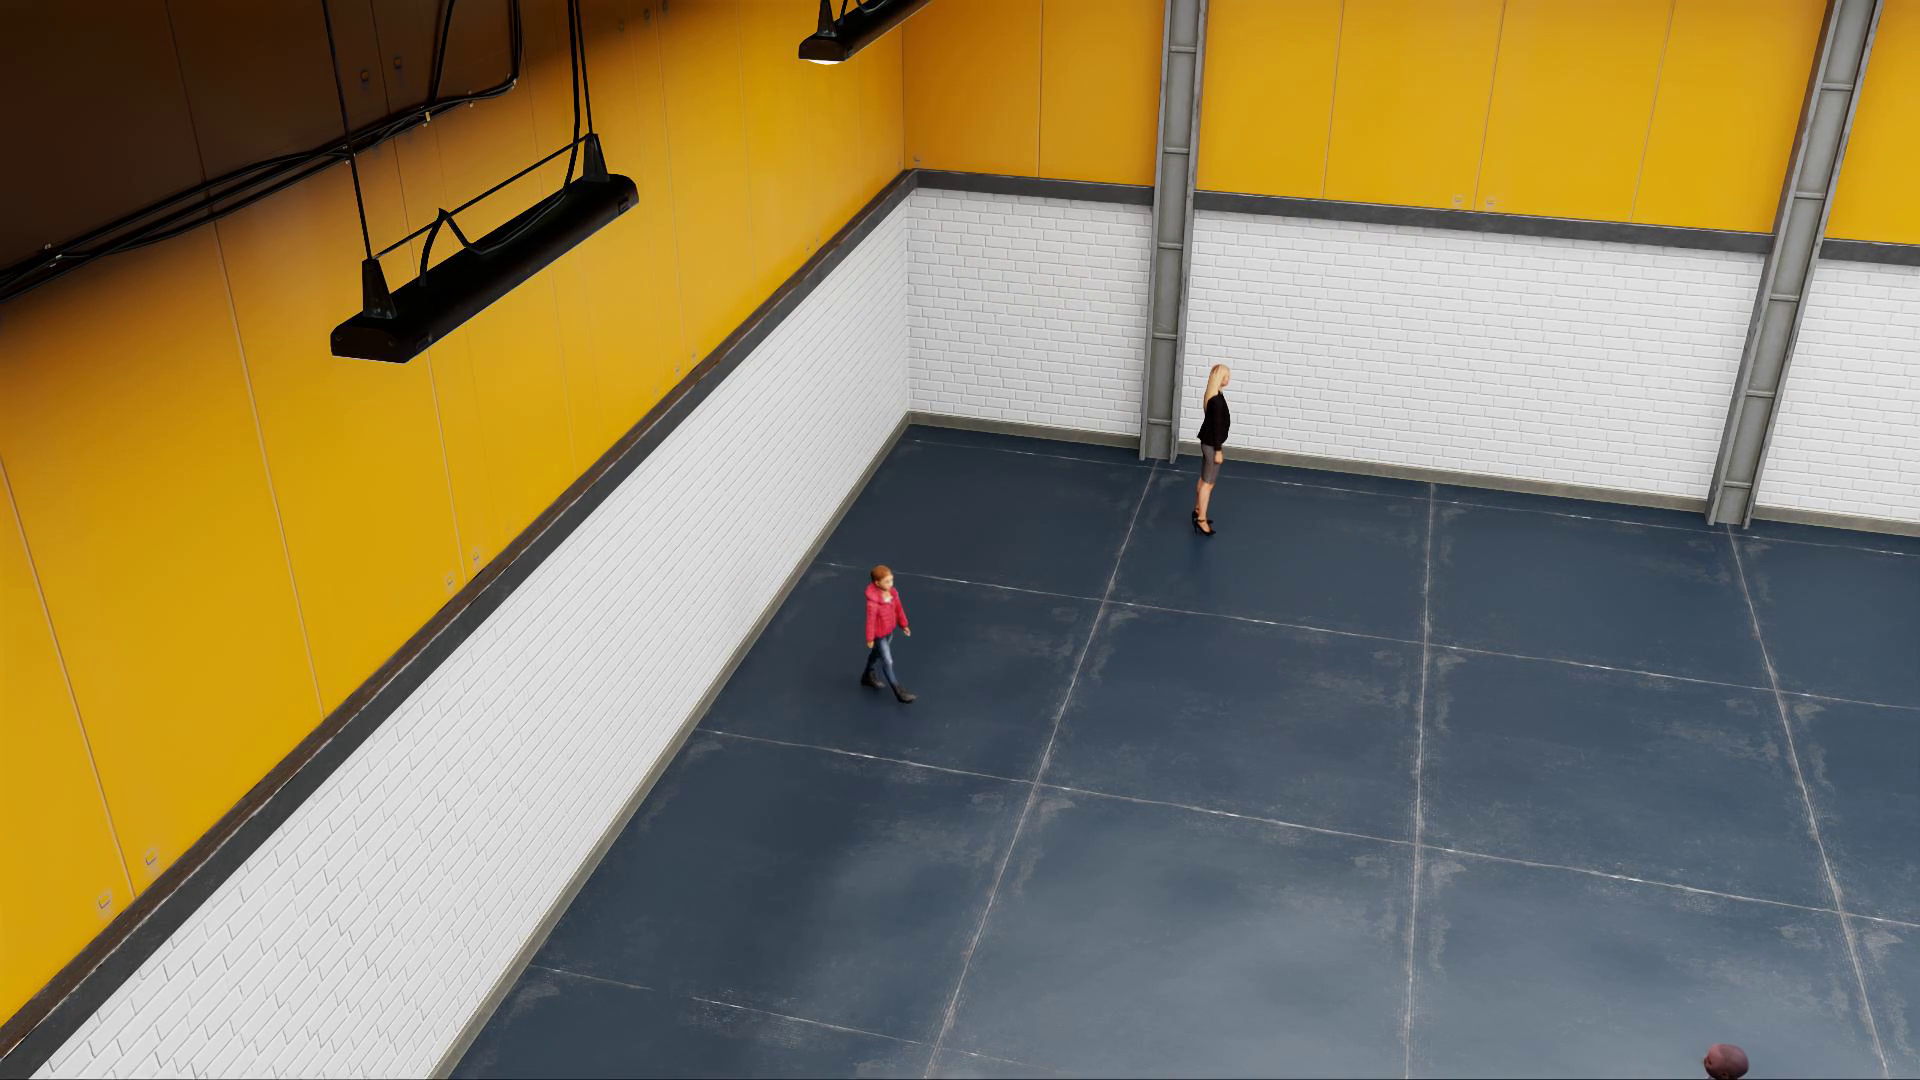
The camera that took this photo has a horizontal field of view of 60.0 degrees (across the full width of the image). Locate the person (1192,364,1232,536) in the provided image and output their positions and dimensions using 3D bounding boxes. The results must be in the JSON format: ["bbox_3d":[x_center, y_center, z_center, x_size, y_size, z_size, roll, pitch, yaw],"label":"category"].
[{"bbox_3d":[2.537,-0.924,16.836,0.636,1.840,0.667,0,29,-1],"label":"person"}]

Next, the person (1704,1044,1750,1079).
[{"bbox_3d":[4.008,3.389,8.977,0.528,1.794,0.618,6,29,11],"label":"person"}]

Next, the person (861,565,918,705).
[{"bbox_3d":[-0.717,0.775,14.301,0.928,1.285,0.690,17,33,28],"label":"person"}]
